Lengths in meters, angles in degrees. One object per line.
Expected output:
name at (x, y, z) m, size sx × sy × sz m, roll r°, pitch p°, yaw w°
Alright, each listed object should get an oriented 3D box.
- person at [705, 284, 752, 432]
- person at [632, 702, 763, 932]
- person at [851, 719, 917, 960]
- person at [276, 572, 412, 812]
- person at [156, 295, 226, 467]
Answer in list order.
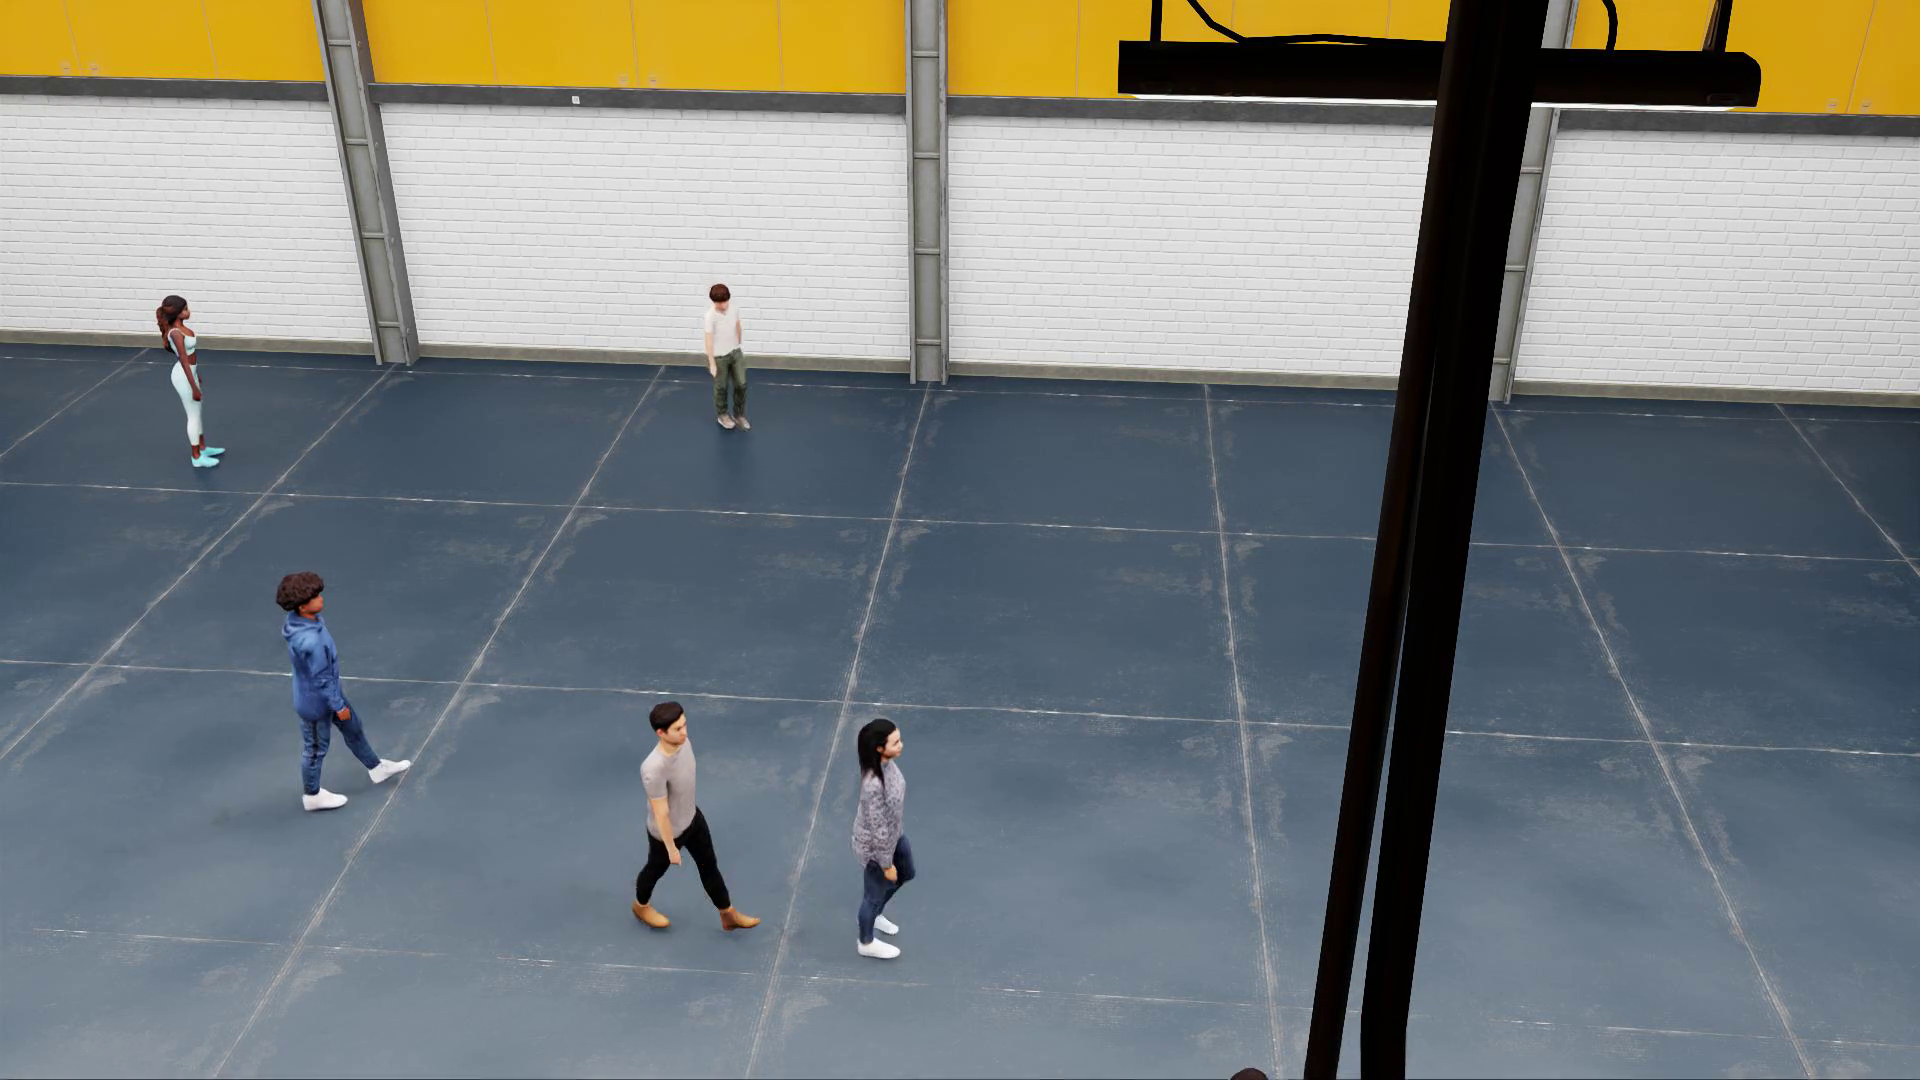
person at (-2.372, -1.859, 16.702) m, size 0.836 × 1.611 × 0.878 m, roll -20°, pitch 35°, yaw -32°
person at (-1.809, 1.700, 10.105) m, size 1.171 × 1.680 × 0.856 m, roll 11°, pitch 31°, yaw 20°
person at (-0.563, 1.786, 9.906) m, size 0.592 × 1.721 × 0.623 m, roll 5°, pitch 29°, yaw 8°
person at (-4.400, 1.049, 11.190) m, size 1.090 × 1.784 × 0.927 m, roll -10°, pitch 30°, yaw -18°
person at (-7.433, -1.537, 15.993) m, size 0.665 × 1.724 × 0.648 m, roll -11°, pitch 30°, yaw -19°
